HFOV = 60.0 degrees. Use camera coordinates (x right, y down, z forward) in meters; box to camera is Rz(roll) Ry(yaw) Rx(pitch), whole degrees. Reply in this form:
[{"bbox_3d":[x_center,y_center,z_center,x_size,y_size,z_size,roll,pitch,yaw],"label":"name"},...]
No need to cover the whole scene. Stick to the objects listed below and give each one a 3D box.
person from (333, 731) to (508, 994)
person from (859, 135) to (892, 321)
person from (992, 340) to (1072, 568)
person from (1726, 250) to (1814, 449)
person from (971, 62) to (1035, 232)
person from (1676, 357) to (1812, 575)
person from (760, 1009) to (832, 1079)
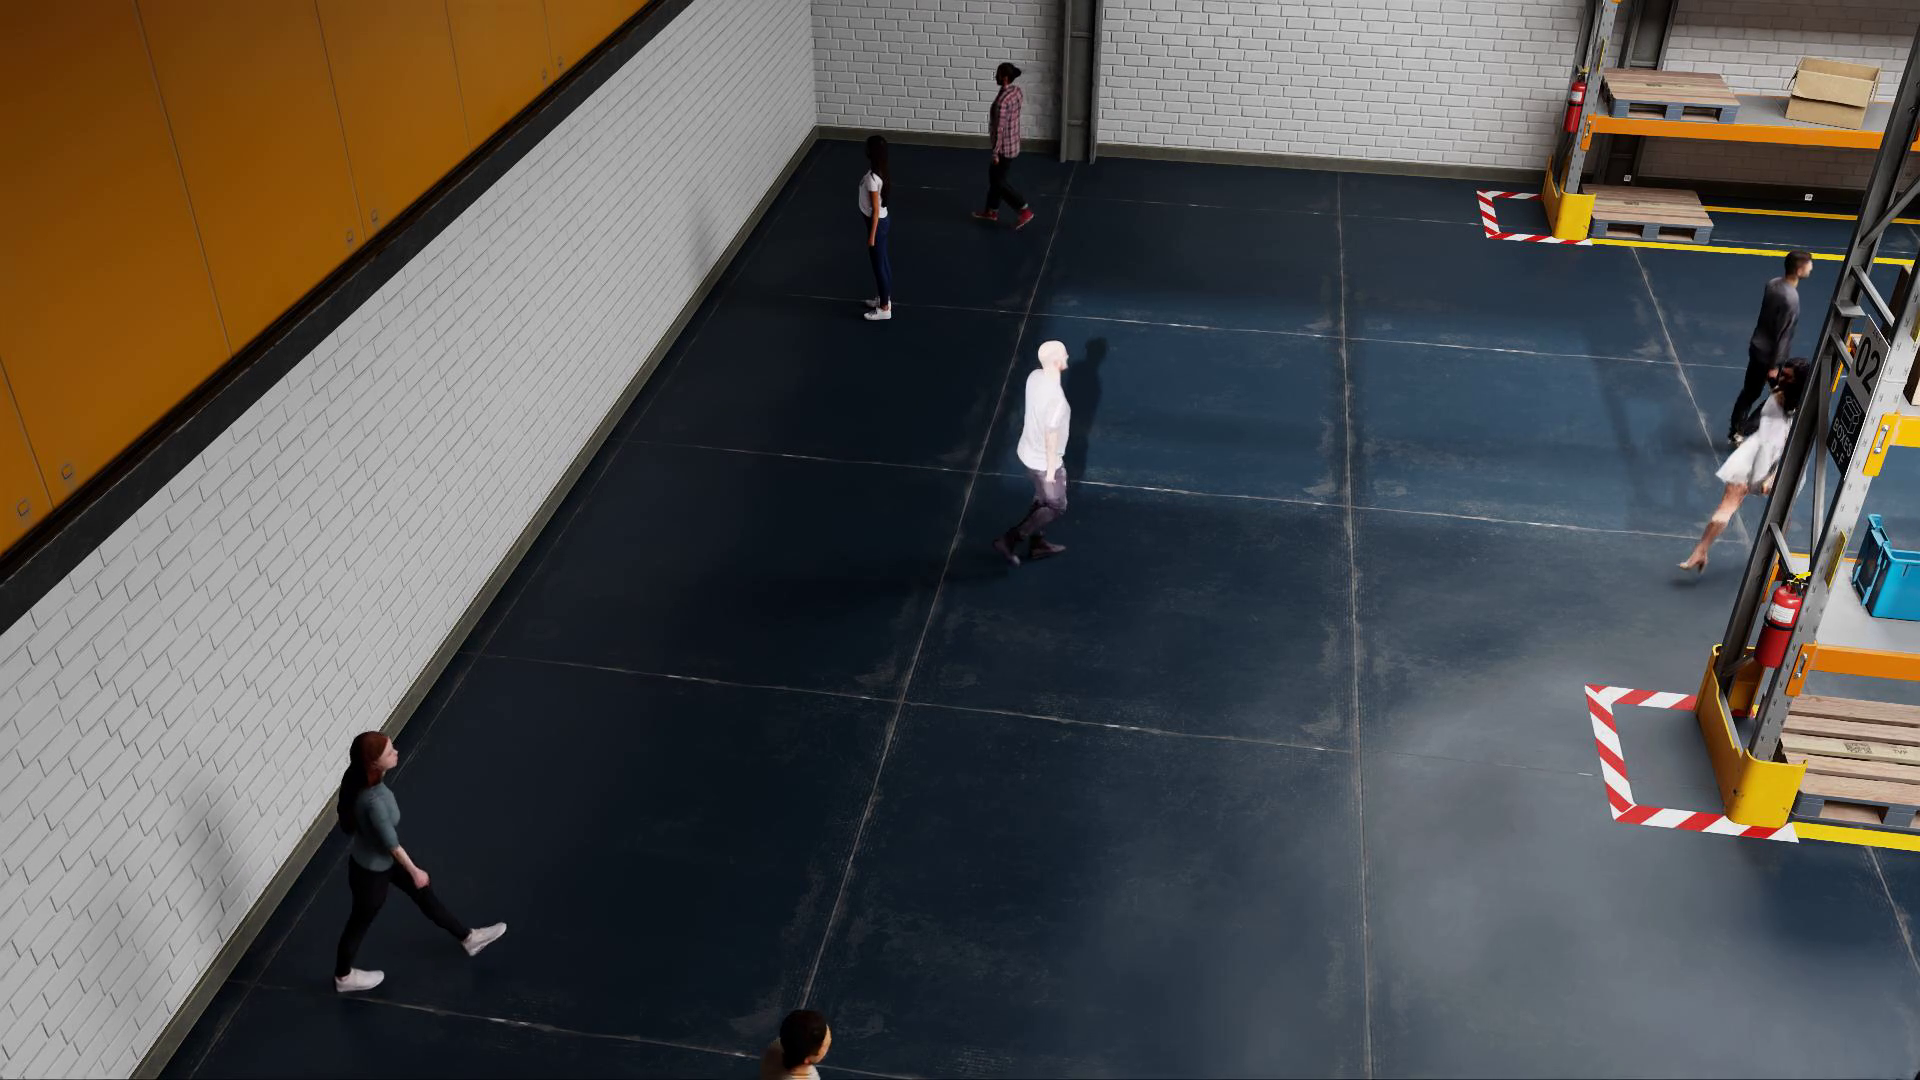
[{"bbox_3d":[-3.090,1.736,8.623,1.219,1.676,0.987,-13,36,-18],"label":"person"},{"bbox_3d":[-0.763,-2.922,15.541,0.525,1.775,0.602,3,34,5],"label":"person"},{"bbox_3d":[0.515,-0.590,11.998,1.001,1.814,0.884,-10,35,-15],"label":"person"},{"bbox_3d":[6.461,-1.505,13.427,0.670,1.755,0.690,-1,34,-1],"label":"person"},{"bbox_3d":[0.505,-4.099,17.332,1.039,1.753,0.810,11,35,16],"label":"person"},{"bbox_3d":[5.881,-0.504,11.950,1.253,1.722,0.965,-9,35,-14],"label":"person"},{"bbox_3d":[-0.818,2.680,7.116,1.270,1.772,1.036,-11,35,-16],"label":"person"}]
